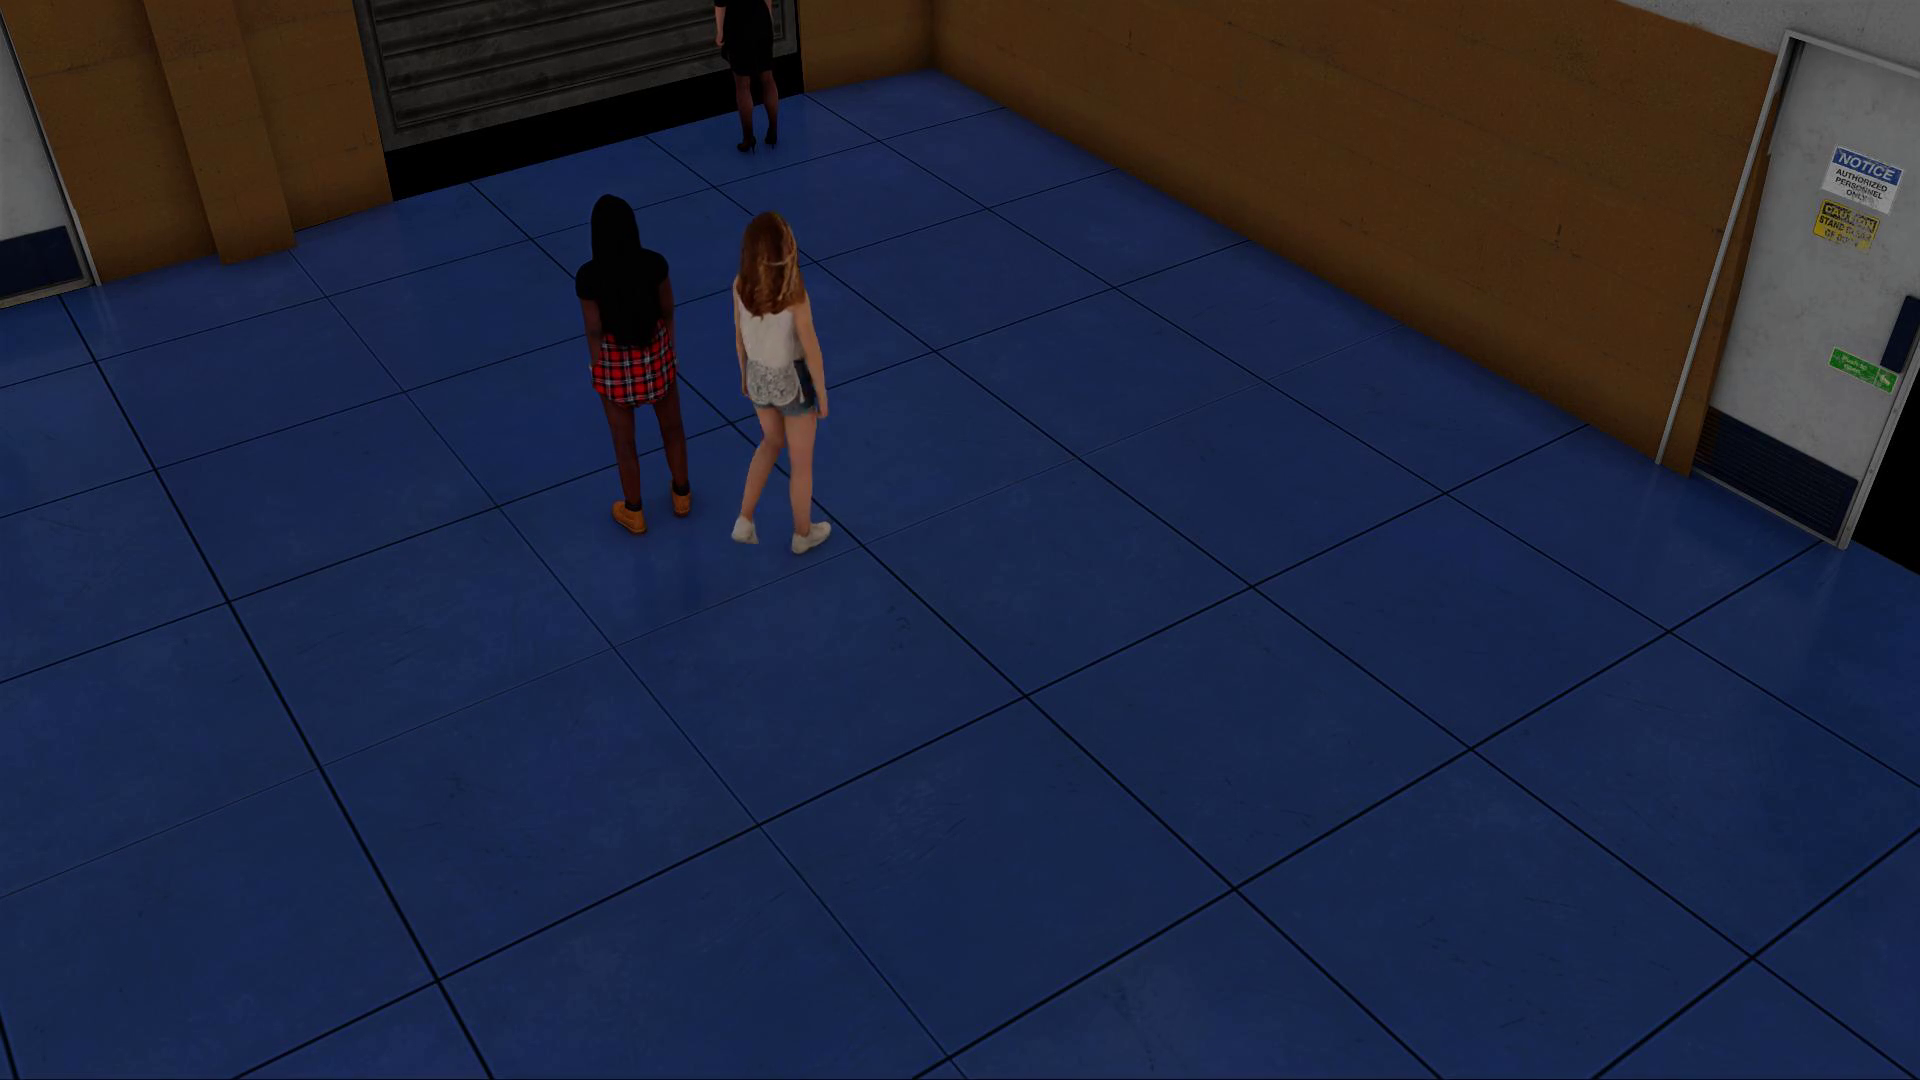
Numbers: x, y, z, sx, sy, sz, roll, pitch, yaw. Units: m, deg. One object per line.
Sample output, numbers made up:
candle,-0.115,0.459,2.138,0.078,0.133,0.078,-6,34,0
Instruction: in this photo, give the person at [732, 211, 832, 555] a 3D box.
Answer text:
person,-0.877,-0.628,7.527,0.762,1.749,0.889,24,43,28

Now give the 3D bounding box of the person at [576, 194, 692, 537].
person,-1.521,-0.812,7.790,0.541,1.729,0.674,-20,41,-24

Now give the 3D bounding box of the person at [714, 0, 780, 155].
person,-1.453,-3.477,11.346,0.462,1.705,0.661,-19,41,-24
